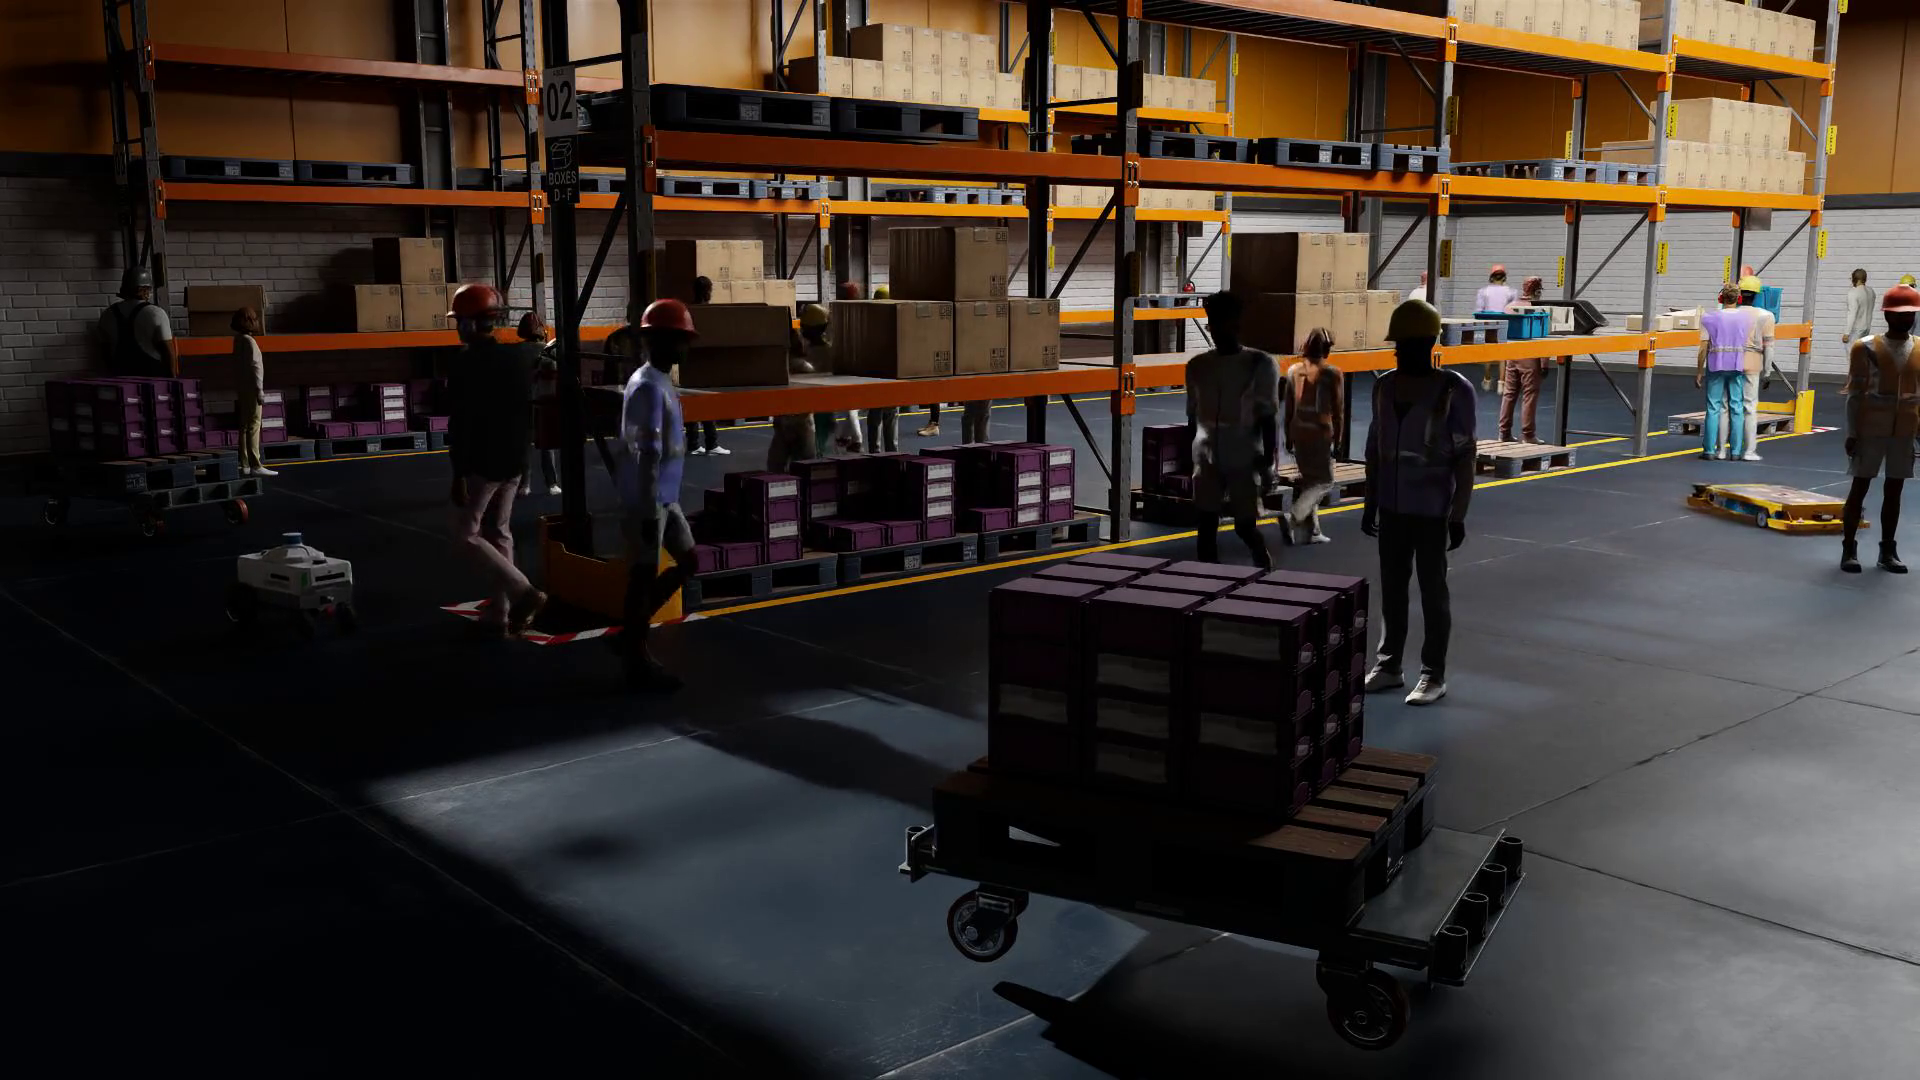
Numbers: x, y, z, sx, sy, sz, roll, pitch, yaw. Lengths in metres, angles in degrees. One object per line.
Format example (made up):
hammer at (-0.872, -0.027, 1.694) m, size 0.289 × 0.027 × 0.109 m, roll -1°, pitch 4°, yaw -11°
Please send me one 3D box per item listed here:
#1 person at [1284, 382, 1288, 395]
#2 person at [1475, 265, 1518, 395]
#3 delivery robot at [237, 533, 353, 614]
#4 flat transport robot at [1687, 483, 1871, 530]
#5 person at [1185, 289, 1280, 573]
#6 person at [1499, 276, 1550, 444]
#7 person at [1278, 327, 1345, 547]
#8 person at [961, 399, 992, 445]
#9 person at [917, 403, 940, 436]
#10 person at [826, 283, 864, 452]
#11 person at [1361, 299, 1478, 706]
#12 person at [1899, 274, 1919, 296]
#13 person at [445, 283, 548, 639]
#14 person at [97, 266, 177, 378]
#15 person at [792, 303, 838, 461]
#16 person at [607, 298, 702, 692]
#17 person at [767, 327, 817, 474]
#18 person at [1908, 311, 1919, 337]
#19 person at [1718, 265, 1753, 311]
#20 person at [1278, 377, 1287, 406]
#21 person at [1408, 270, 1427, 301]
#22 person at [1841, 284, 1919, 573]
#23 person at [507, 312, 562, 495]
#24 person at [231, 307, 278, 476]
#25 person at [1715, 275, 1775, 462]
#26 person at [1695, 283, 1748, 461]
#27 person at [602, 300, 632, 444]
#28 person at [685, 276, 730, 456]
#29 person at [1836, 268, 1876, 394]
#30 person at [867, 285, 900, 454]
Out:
person at (4.897, -3.123, 25.125) m, size 0.610 × 1.943 × 1.028 m, roll 7°, pitch 12°, yaw 36°
person at (8.311, -3.249, 25.748) m, size 0.716 × 1.965 × 1.059 m, roll 2°, pitch 10°, yaw 13°
delivery robot at (-3.767, 0.202, 9.420) m, size 0.707 × 0.478 × 0.477 m, roll 7°, pitch 12°, yaw 36°
flat transport robot at (6.541, -0.279, 13.348) m, size 0.652 × 0.197 × 1.431 m, roll -1°, pitch 10°, yaw -7°
person at (1.600, -0.492, 9.719) m, size 0.615 × 1.938 × 0.716 m, roll 6°, pitch 11°, yaw 31°
person at (6.423, -2.026, 18.837) m, size 0.396 × 1.898 × 0.637 m, roll -6°, pitch 12°, yaw -33°
person at (2.527, -0.731, 12.062) m, size 0.634 × 1.622 × 0.522 m, roll -8°, pitch 12°, yaw -37°
person at (0.199, -1.618, 16.622) m, size 0.404 × 1.833 × 0.592 m, roll -5°, pitch 11°, yaw -28°
person at (-0.364, -2.075, 19.689) m, size 0.318 × 1.699 × 0.535 m, roll 0°, pitch 10°, yaw -2°
person at (-1.223, -1.897, 18.263) m, size 0.598 × 1.840 × 0.897 m, roll -6°, pitch 11°, yaw -31°
person at (2.149, -0.177, 7.914) m, size 0.385 × 1.922 × 0.594 m, roll -7°, pitch 12°, yaw -36°
person at (14.993, -3.296, 26.442) m, size 0.603 × 1.830 × 0.404 m, roll -2°, pitch 10°, yaw -14°
person at (-2.553, -0.406, 9.093) m, size 0.530 × 1.975 × 0.635 m, roll 3°, pitch 10°, yaw 18°
person at (-7.537, -1.515, 15.411) m, size 0.679 × 2.000 × 0.537 m, roll 1°, pitch 10°, yaw 7°
person at (-1.149, -1.021, 13.362) m, size 0.526 × 1.746 × 0.550 m, roll -8°, pitch 13°, yaw -40°
person at (-1.470, -0.212, 8.138) m, size 0.444 × 1.915 × 0.665 m, roll -1°, pitch 10°, yaw -3°
person at (-1.190, -0.803, 12.507) m, size 0.752 × 1.608 × 0.508 m, roll -9°, pitch 13°, yaw -41°
person at (14.570, -2.975, 25.144) m, size 0.498 × 1.634 × 0.284 m, roll 8°, pitch 13°, yaw 40°
person at (10.522, -2.702, 22.487) m, size 0.608 × 1.996 × 0.379 m, roll 0°, pitch 10°, yaw 2°
person at (4.186, -2.342, 21.361) m, size 0.753 × 1.658 × 0.539 m, roll 0°, pitch 10°, yaw -2°
person at (7.245, -3.228, 25.828) m, size 0.407 × 1.909 × 0.639 m, roll -4°, pitch 11°, yaw -25°
person at (6.228, -0.738, 11.158) m, size 0.542 × 1.939 × 0.369 m, roll 2°, pitch 10°, yaw 9°
person at (-3.778, -1.204, 14.780) m, size 0.507 × 1.633 × 0.278 m, roll 0°, pitch 10°, yaw 1°
person at (-6.872, -1.437, 16.133) m, size 0.280 × 1.636 × 0.500 m, roll -8°, pitch 13°, yaw -40°
person at (8.118, -1.778, 17.287) m, size 0.593 × 1.922 × 0.387 m, roll 6°, pitch 11°, yaw 31°
person at (7.945, -1.733, 17.254) m, size 0.571 × 1.843 × 0.373 m, roll 2°, pitch 10°, yaw 13°
person at (-2.625, -1.116, 13.754) m, size 0.640 × 1.824 × 0.798 m, roll 0°, pitch 10°, yaw -2°
person at (-2.766, -1.854, 17.767) m, size 0.587 × 1.914 × 0.390 m, roll 7°, pitch 12°, yaw 34°
person at (13.813, -3.205, 25.609) m, size 0.631 × 1.936 × 0.362 m, roll -6°, pitch 11°, yaw -32°
person at (-0.740, -1.621, 16.634) m, size 0.403 × 1.834 × 0.588 m, roll -8°, pitch 13°, yaw -40°
